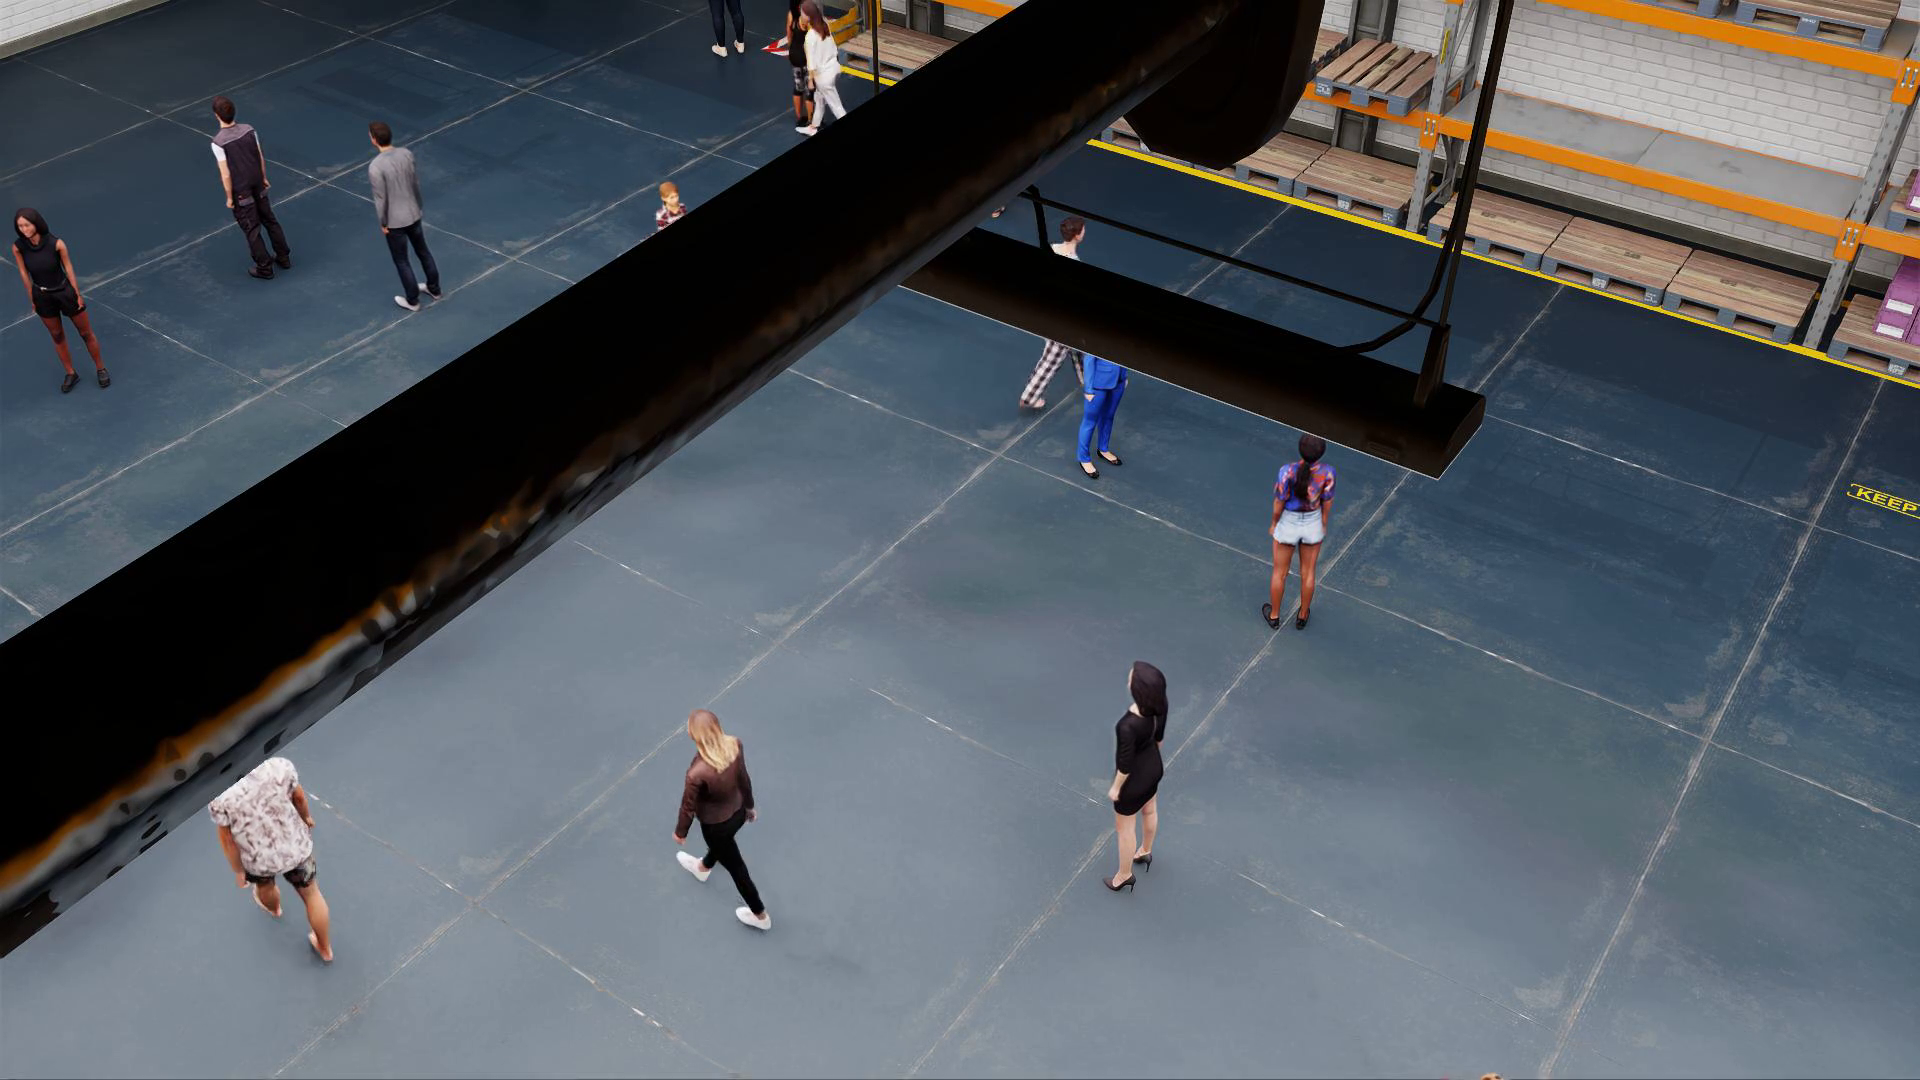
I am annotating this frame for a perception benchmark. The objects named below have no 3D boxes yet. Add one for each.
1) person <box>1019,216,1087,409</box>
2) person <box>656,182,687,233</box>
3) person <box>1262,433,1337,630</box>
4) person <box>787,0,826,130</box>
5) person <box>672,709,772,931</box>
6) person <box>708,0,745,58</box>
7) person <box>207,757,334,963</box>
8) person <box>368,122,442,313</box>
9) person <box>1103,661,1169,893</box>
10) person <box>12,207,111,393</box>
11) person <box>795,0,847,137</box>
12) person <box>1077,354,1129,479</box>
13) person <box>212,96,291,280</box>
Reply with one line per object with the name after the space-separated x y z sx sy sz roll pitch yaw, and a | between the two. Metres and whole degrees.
0.838 -1.910 14.385 1.100 1.796 1.212 -17 42 -20 | person
-2.773 -2.847 15.960 0.595 1.295 0.652 -28 47 -31 | person
2.470 -0.077 12.135 0.628 1.741 0.731 1 39 2 | person
-1.793 -5.524 19.014 0.459 1.667 0.656 27 46 30 | person
-1.349 1.728 9.936 1.041 1.663 0.683 18 42 22 | person
-2.942 -6.941 20.674 0.738 1.809 0.743 -20 43 -23 | person
-3.968 1.829 9.710 0.876 1.787 1.100 -27 46 -30 | person
-5.299 -3.073 15.783 0.597 1.870 0.678 21 43 24 | person
1.088 1.455 10.164 0.512 1.806 0.604 29 47 31 | person
-7.986 -2.137 14.713 0.669 1.741 0.714 -9 40 -11 | person
-1.433 -5.210 18.641 1.006 1.642 0.781 14 41 17 | person
1.187 -1.313 13.715 0.674 1.700 0.634 -28 46 -30 | person
-6.976 -3.449 16.271 0.585 1.848 0.660 20 43 23 | person
